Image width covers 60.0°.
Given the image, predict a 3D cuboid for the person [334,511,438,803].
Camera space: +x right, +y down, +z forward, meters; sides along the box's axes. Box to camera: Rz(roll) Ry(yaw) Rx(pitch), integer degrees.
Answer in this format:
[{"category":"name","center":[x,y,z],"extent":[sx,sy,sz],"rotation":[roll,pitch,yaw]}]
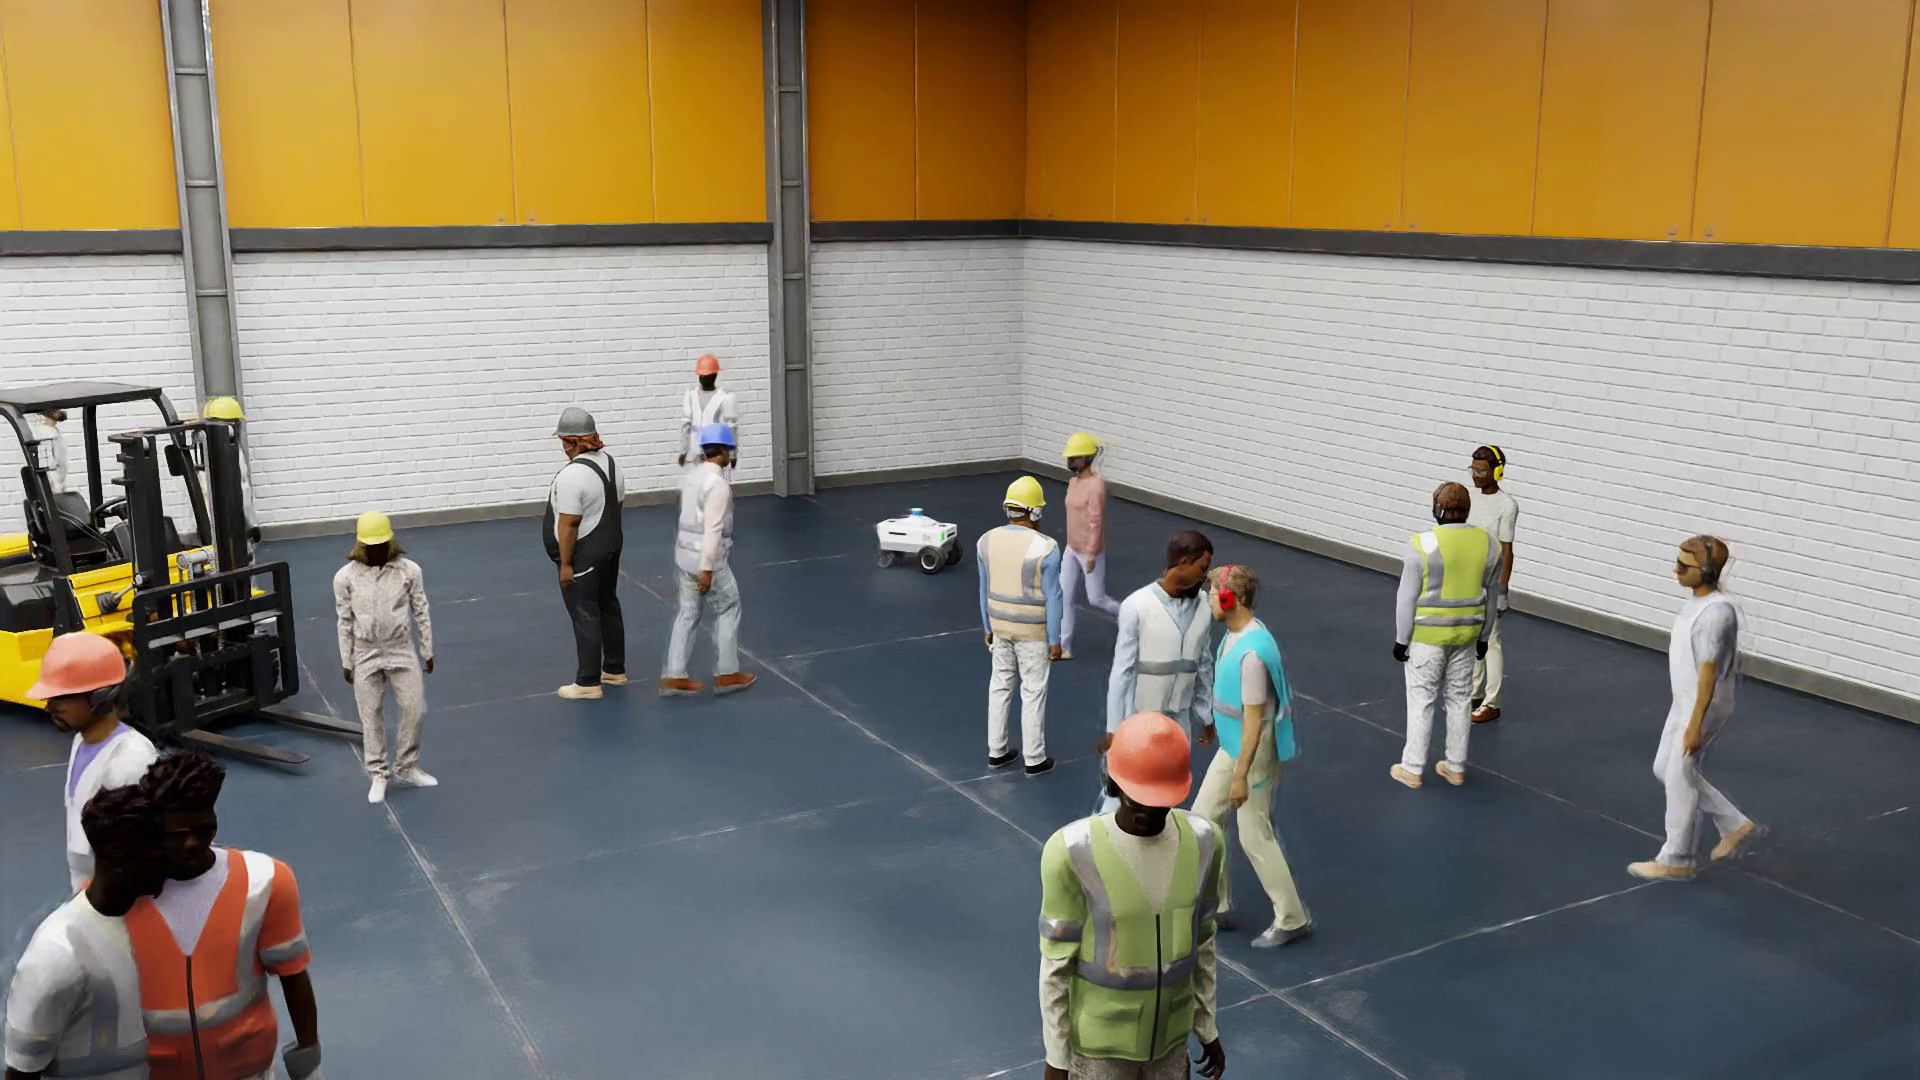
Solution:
[{"category":"person","center":[-3.308,0.664,9.590],"extent":[0.509,1.732,0.437],"rotation":[-5,13,-22]}]

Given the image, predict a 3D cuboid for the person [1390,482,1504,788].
[{"category":"person","center":[2.856,0.564,9.826],"extent":[0.635,1.831,0.429],"rotation":[-3,12,-14]}]

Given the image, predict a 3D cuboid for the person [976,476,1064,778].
[{"category":"person","center":[0.378,0.524,10.032],"extent":[0.586,1.824,0.404],"rotation":[10,16,39]}]

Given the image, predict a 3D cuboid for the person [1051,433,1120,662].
[{"category":"person","center":[0.989,0.055,12.405],"extent":[0.765,1.741,0.523],"rotation":[-6,13,-24]}]

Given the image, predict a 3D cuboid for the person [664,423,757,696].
[{"category":"person","center":[-1.763,0.144,11.609],"extent":[0.778,1.894,0.628],"rotation":[-8,15,-34]}]

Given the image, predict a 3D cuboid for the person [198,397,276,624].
[{"category":"person","center":[-5.876,-0.182,13.167],"extent":[0.805,1.896,0.575],"rotation":[-11,16,-41]}]

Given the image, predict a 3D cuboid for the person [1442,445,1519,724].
[{"category":"person","center":[3.468,0.289,11.045],"extent":[0.334,1.860,0.509],"rotation":[-3,13,-16]}]

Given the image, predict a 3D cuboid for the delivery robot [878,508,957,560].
[{"category":"delivery robot","center":[-0.402,-0.051,15.486],"extent":[0.707,0.478,0.477],"rotation":[5,13,23]}]

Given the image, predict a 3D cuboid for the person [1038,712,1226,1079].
[{"category":"person","center":[0.534,1.486,5.012],"extent":[0.605,2.034,0.392],"rotation":[-5,13,-22]}]

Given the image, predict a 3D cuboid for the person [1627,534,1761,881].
[{"category":"person","center":[3.774,0.868,8.414],"extent":[0.551,1.820,0.515],"rotation":[2,12,10]}]

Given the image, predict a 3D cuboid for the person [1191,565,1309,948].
[{"category":"person","center":[1.337,1.013,7.808],"extent":[0.635,1.808,0.589],"rotation":[0,12,0]}]

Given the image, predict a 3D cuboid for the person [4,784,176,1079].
[{"category":"person","center":[-2.555,1.610,4.783],"extent":[1.023,1.896,0.646],"rotation":[-1,12,-4]}]

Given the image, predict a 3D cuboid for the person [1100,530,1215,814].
[{"category":"person","center":[0.952,0.870,8.290],"extent":[0.730,1.871,0.401],"rotation":[-8,14,-32]}]

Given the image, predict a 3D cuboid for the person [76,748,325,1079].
[{"category":"person","center":[-2.174,1.570,4.805],"extent":[0.641,1.948,0.695],"rotation":[-6,13,-26]}]

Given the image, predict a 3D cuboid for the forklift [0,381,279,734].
[{"category":"forklift","center":[-5.853,0.085,11.199],"extent":[2.313,2.155,1.214],"rotation":[7,14,28]}]

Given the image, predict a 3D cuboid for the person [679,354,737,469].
[{"category":"person","center":[-2.481,-0.941,16.720],"extent":[0.539,1.907,0.950],"rotation":[5,13,21]}]

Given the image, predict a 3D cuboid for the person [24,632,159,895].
[{"category":"person","center":[-2.956,1.307,5.850],"extent":[0.447,2.033,0.630],"rotation":[-10,16,-39]}]

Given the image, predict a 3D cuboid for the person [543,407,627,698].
[{"category":"person","center":[-2.645,0.071,11.629],"extent":[0.535,2.000,0.680],"rotation":[4,13,18]}]
